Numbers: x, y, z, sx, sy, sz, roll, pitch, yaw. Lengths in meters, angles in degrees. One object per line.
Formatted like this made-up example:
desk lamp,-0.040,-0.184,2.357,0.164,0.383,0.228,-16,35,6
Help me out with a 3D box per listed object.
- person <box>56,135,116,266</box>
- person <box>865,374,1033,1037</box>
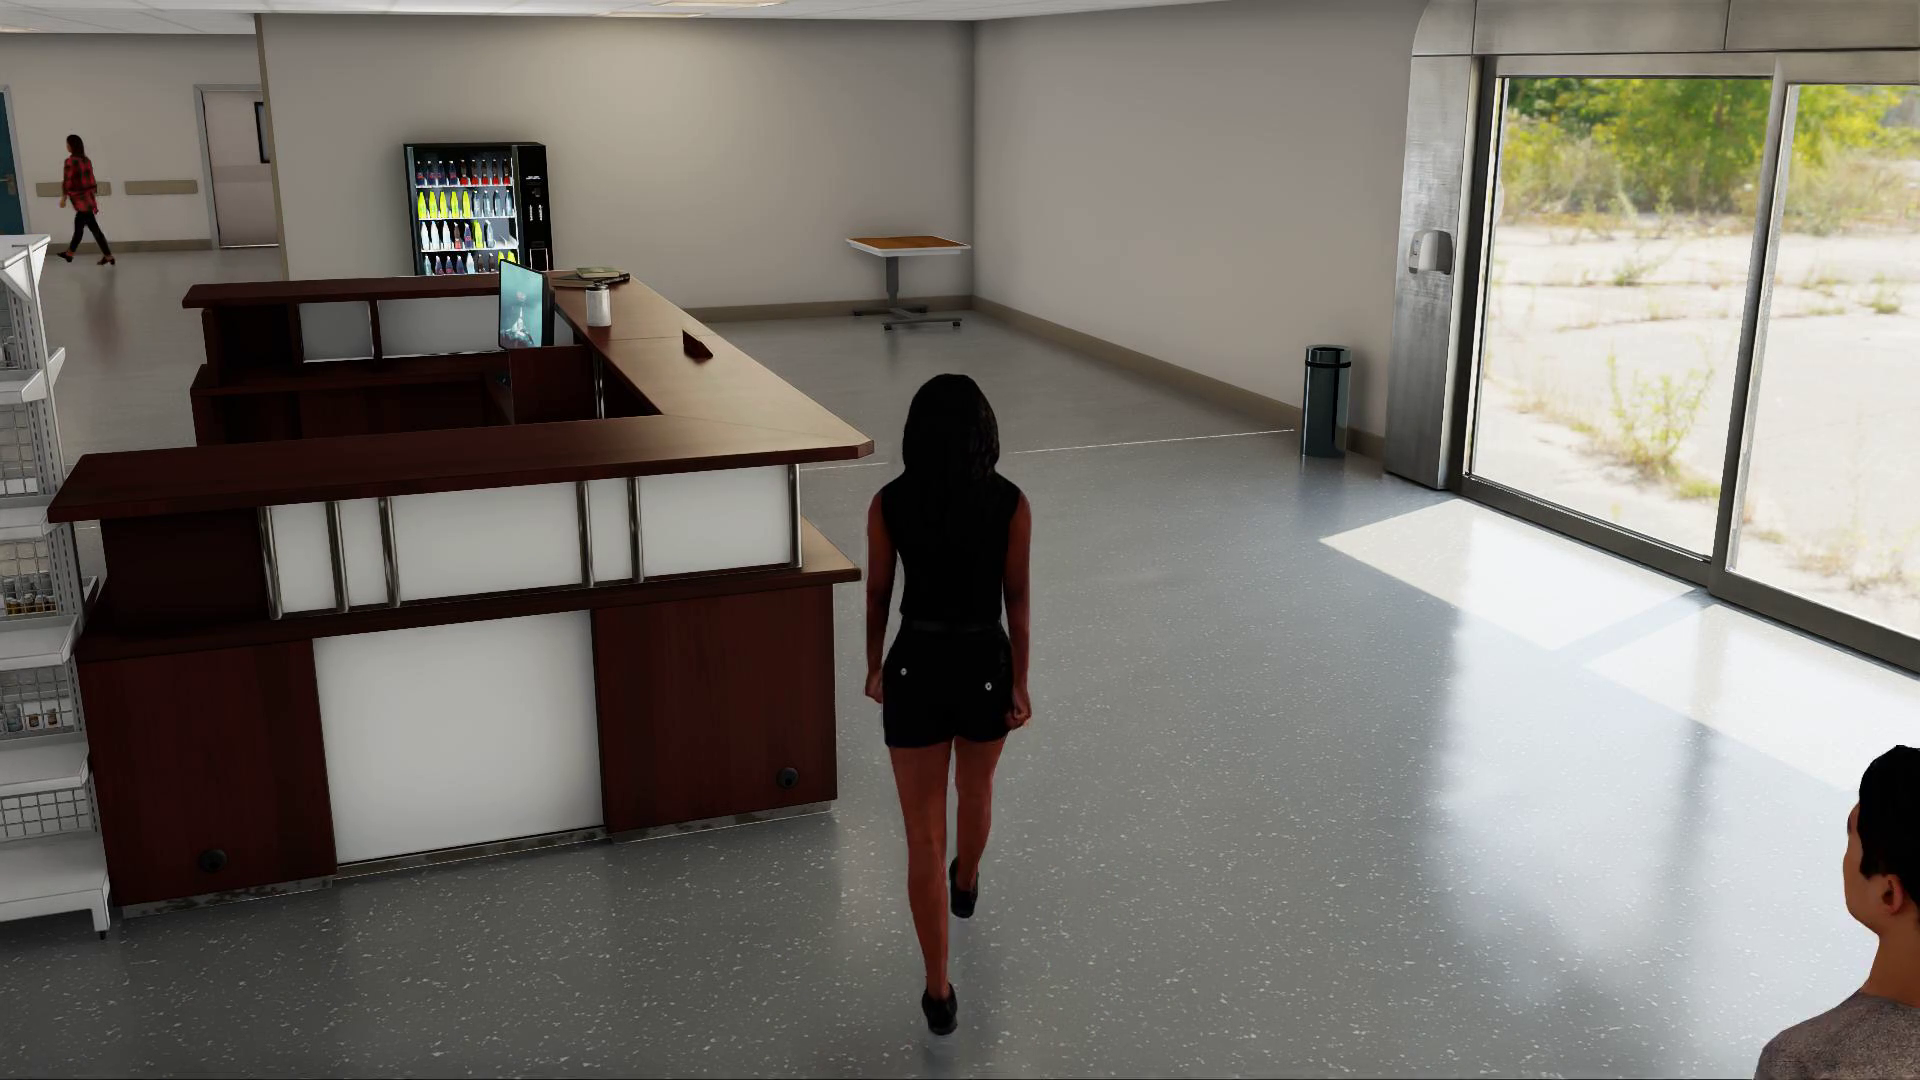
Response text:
person,-11.314,-4.377,21.617,1.150,1.659,0.916,1,16,4
person,-0.034,0.462,4.399,1.186,1.690,0.913,0,16,-2
